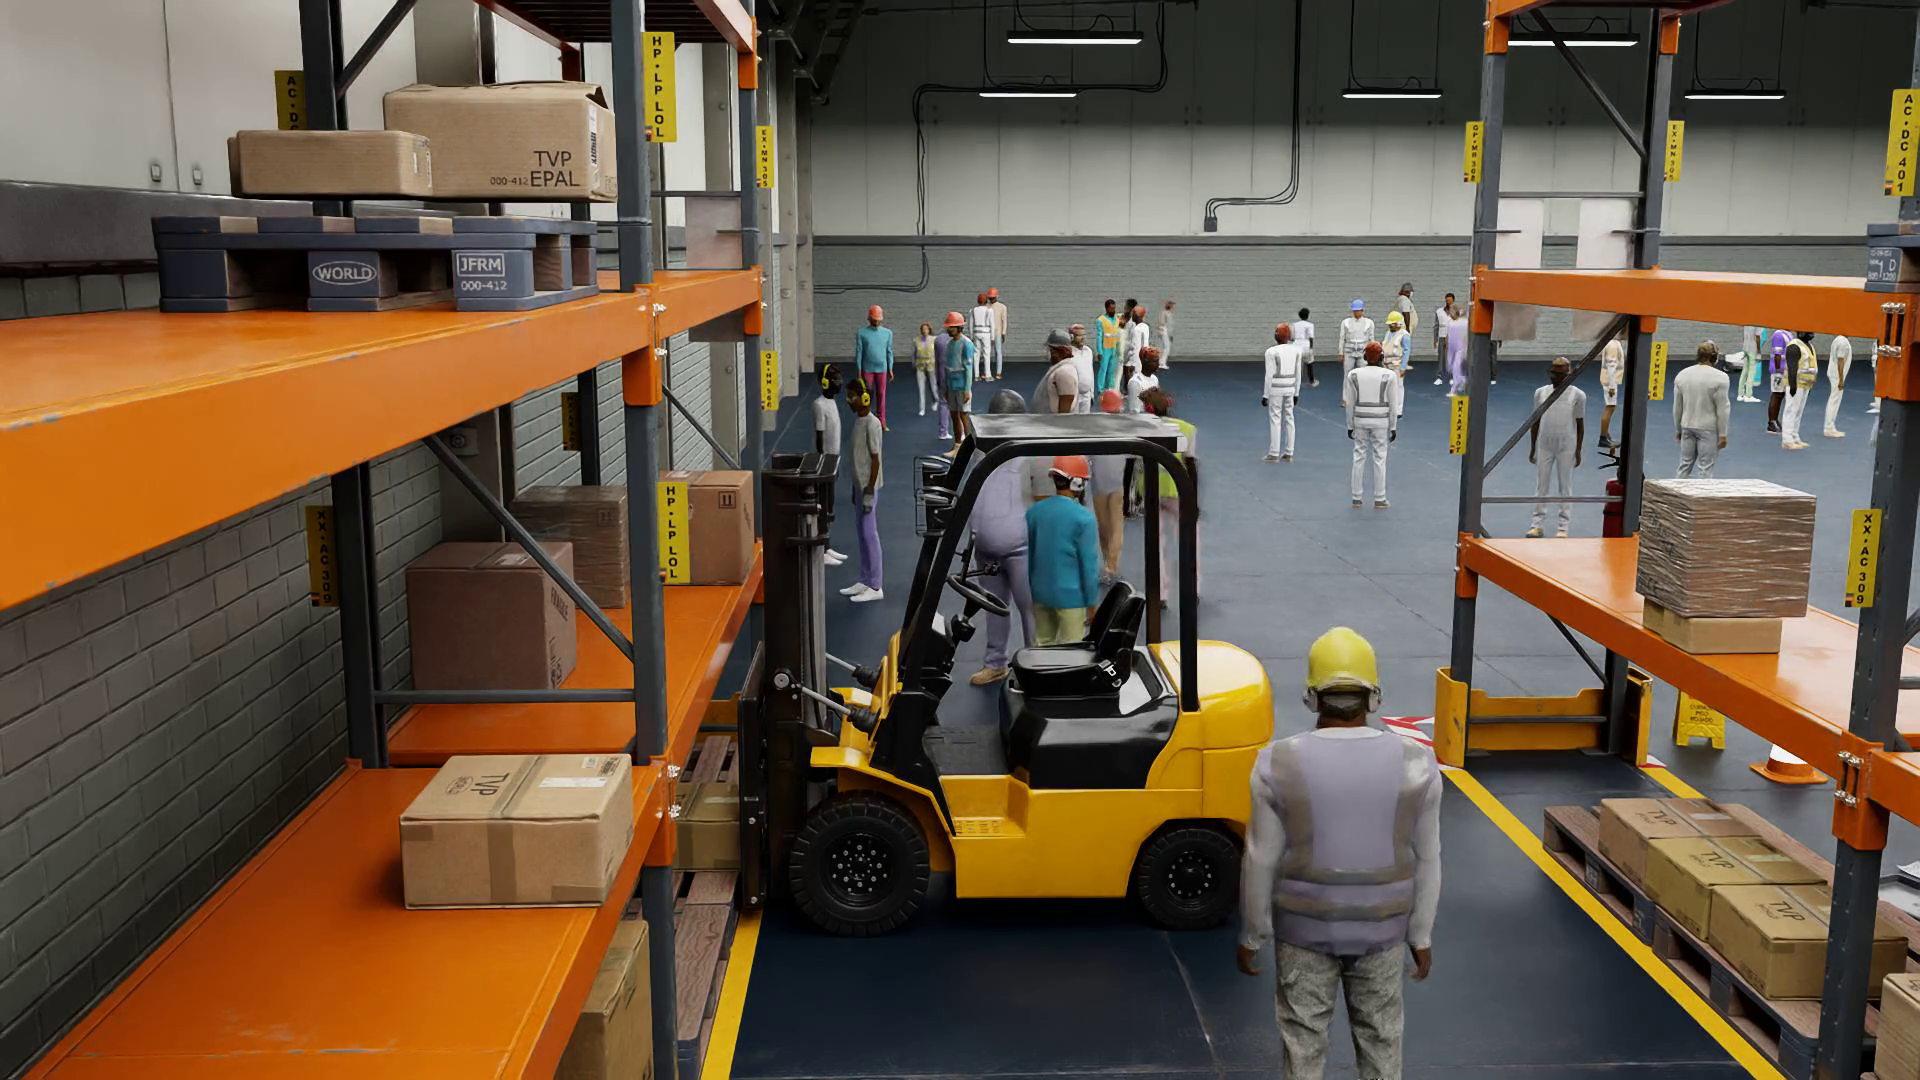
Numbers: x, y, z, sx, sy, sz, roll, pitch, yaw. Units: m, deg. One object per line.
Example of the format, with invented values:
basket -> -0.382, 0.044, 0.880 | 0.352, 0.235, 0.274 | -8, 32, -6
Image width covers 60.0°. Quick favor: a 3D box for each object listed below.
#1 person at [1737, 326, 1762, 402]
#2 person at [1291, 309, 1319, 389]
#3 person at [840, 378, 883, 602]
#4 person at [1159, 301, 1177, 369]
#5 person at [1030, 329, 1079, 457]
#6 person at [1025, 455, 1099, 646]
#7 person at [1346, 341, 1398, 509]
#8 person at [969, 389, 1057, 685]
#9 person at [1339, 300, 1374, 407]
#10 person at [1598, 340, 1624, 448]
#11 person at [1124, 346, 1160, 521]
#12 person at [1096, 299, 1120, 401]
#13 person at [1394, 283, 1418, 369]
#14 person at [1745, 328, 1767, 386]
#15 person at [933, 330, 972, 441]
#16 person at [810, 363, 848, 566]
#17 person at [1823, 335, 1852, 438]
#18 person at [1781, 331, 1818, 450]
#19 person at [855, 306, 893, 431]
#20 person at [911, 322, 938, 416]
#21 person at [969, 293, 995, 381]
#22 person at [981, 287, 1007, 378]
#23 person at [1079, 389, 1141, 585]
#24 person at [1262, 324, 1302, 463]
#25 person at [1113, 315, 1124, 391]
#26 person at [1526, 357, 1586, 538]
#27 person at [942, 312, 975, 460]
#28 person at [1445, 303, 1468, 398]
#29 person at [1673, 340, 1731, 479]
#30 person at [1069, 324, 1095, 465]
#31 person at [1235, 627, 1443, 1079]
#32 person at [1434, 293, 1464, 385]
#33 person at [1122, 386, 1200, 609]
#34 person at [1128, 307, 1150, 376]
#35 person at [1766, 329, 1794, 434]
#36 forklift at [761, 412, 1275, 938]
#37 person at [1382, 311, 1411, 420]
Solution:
person -> 14.832, -3.513, 31.140 | 0.327, 1.863, 0.511 | -1, 10, -7
person -> 6.930, -3.845, 33.563 | 0.540, 1.633, 0.910 | 9, 13, 40
person -> -0.815, -0.420, 13.890 | 0.328, 1.868, 0.509 | -3, 11, -17
person -> 4.897, -4.826, 39.126 | 0.402, 1.607, 0.552 | 1, 10, 4
person -> 1.034, -1.296, 18.281 | 0.537, 2.000, 0.682 | 0, 10, -2
person -> 0.643, 0.319, 10.117 | 0.366, 1.740, 0.562 | -9, 13, -40
person -> 4.617, -1.284, 18.653 | 0.574, 1.885, 0.355 | 5, 11, 27
person -> 0.312, 0.000, 11.059 | 0.686, 2.000, 0.535 | 10, 14, 43
person -> 7.153, -3.359, 30.033 | 0.615, 1.945, 0.400 | 3, 11, 14
person -> 9.519, -2.298, 24.198 | 0.386, 1.924, 0.548 | 4, 11, 21
person -> 1.976, -1.147, 17.927 | 0.353, 1.877, 0.573 | 6, 12, 29
person -> 2.779, -3.573, 31.332 | 0.381, 1.912, 0.592 | 10, 14, 44
person -> 10.491, -5.036, 39.117 | 0.536, 2.000, 0.688 | -1, 10, -4
person -> 16.564, -4.115, 34.576 | 0.357, 1.835, 0.516 | 6, 12, 29
person -> -0.085, -2.439, 25.056 | 0.648, 1.899, 0.400 | 7, 12, 34
person -> -1.222, -0.706, 15.471 | 0.329, 1.871, 0.513 | 1, 10, 8
person -> 13.457, -2.478, 25.443 | 0.344, 1.838, 0.504 | 4, 11, 22
person -> 12.155, -2.235, 24.063 | 0.430, 1.845, 0.619 | 10, 14, 44
person -> -1.342, -2.692, 26.205 | 0.611, 1.988, 0.391 | -3, 11, -18
person -> -0.572, -2.977, 28.829 | 0.525, 1.623, 0.596 | 2, 10, 9
person -> 0.479, -4.346, 35.730 | 0.581, 1.879, 0.347 | 4, 11, 23
person -> 0.716, -4.532, 36.447 | 0.609, 1.992, 0.383 | 3, 11, 18
person -> 1.350, -0.495, 14.763 | 0.571, 1.713, 0.862 | 3, 11, 16
person -> 4.356, -1.987, 22.565 | 0.584, 1.882, 0.344 | -5, 11, -25
person -> 3.001, -3.475, 31.639 | 0.287, 1.611, 0.648 | -4, 11, -22
person -> 5.984, -0.912, 16.691 | 0.507, 1.842, 0.339 | 7, 12, 33
person -> -0.048, -2.104, 22.819 | 0.403, 2.035, 0.600 | -7, 12, -34
person -> 9.594, -3.654, 32.028 | 0.605, 1.822, 0.507 | -7, 13, -36
person -> 7.963, -1.171, 17.868 | 0.366, 1.939, 0.635 | -6, 12, -32
person -> 1.553, -1.918, 22.154 | 0.646, 1.901, 0.400 | -9, 14, -42
person -> 1.161, 1.170, 5.126 | 0.618, 1.829, 0.410 | 0, 10, 0
person -> 10.230, -4.208, 34.839 | 0.597, 1.917, 0.378 | 5, 11, 24
person -> 1.635, -0.348, 13.630 | 0.625, 1.811, 0.457 | 2, 10, 9
person -> 3.047, -3.044, 28.453 | 0.356, 1.885, 0.573 | 4, 11, 22
person -> 12.861, -2.645, 26.004 | 0.367, 1.966, 0.605 | 8, 13, 38
forklift -> 0.291, 0.548, 7.580 | 2.313, 2.155, 1.214 | 0, 10, -2
person -> 7.286, -2.924, 27.956 | 0.403, 1.825, 0.586 | -5, 11, -24
